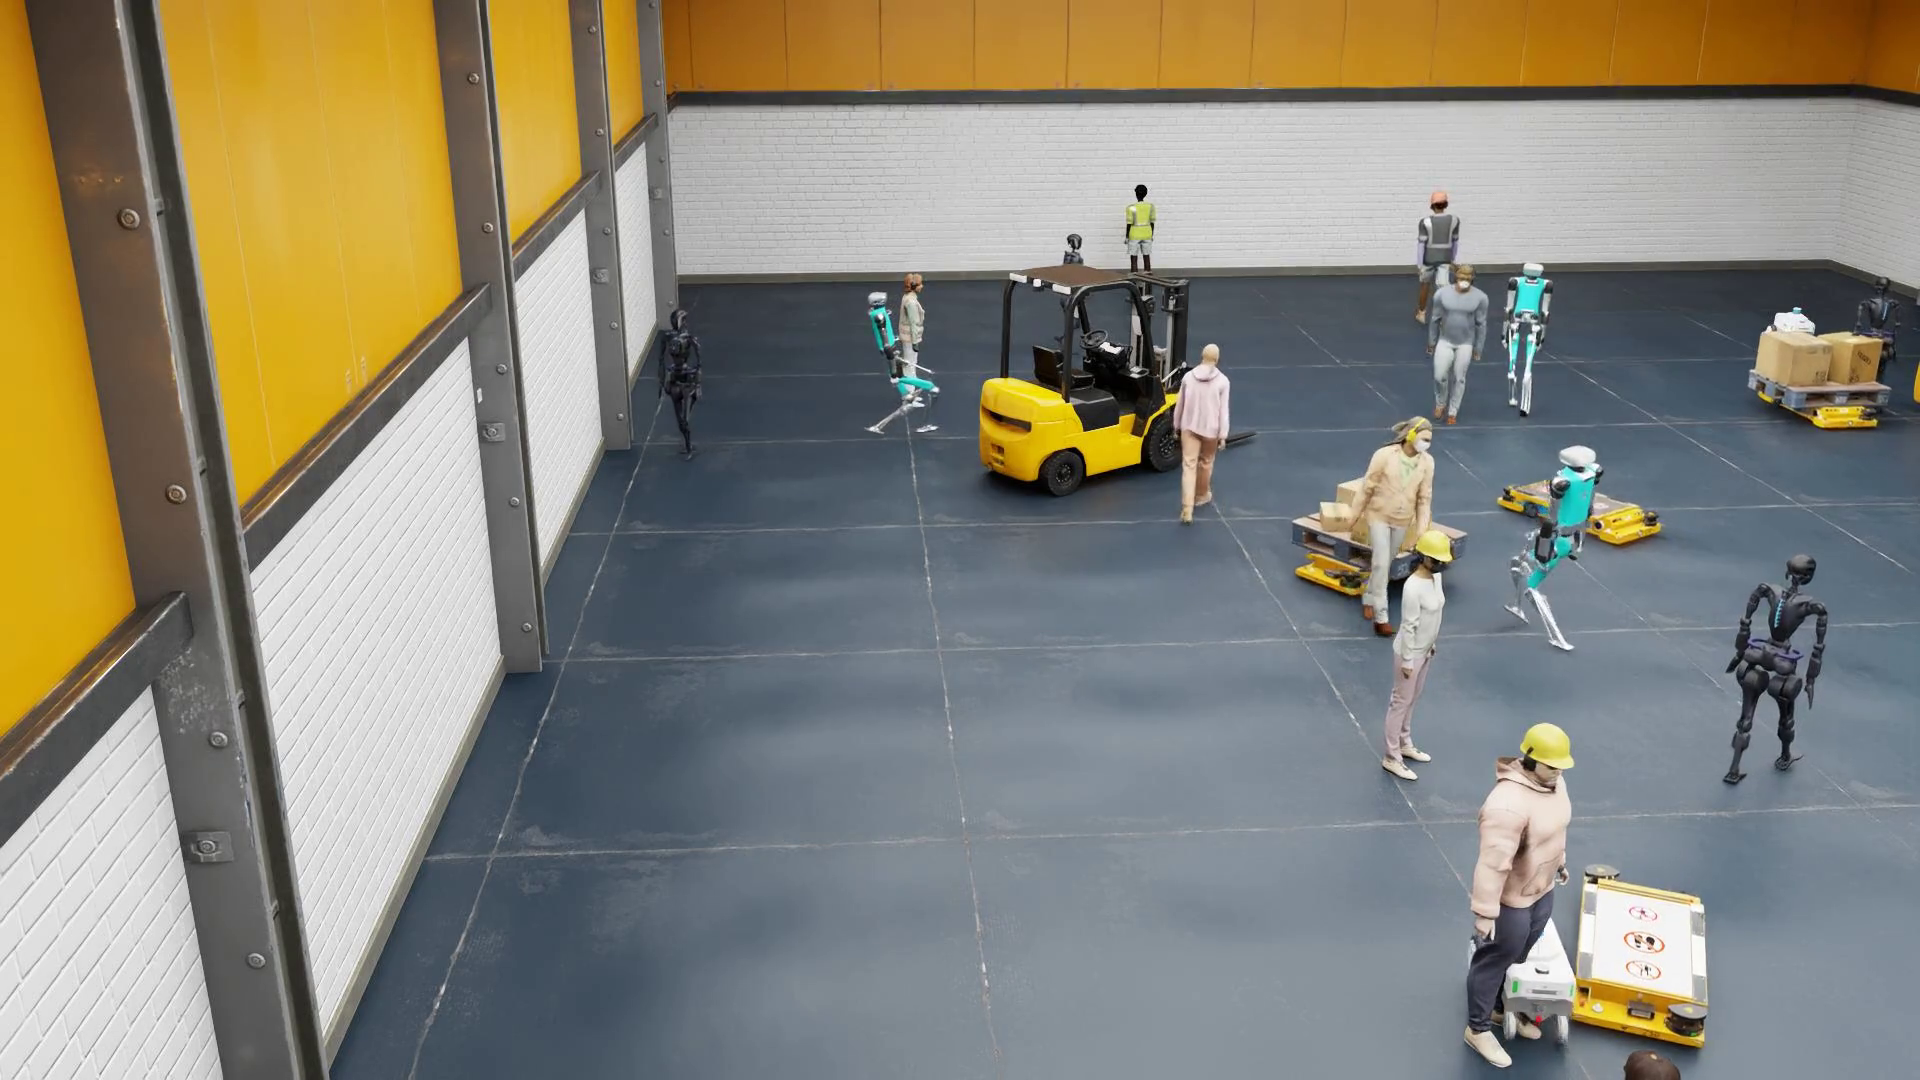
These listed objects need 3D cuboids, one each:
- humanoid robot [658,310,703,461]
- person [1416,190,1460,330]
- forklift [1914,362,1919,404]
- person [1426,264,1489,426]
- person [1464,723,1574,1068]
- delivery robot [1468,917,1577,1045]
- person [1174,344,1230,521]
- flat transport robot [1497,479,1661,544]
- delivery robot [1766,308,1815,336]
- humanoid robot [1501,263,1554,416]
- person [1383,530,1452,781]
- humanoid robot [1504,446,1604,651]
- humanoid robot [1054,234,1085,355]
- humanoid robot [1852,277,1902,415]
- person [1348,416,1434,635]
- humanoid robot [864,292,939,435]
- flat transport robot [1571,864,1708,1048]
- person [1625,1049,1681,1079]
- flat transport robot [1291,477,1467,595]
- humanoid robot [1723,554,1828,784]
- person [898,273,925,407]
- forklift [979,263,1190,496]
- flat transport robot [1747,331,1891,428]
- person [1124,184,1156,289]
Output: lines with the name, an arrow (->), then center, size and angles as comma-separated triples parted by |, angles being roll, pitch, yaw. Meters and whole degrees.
humanoid robot -> -3.074, -1.723, 18.285 | 0.589, 1.640, 0.492 | 8, 22, 22
person -> 6.953, -4.078, 24.233 | 0.609, 2.006, 0.979 | 2, 20, 4
forklift -> 12.602, -2.435, 19.475 | 2.313, 2.155, 1.214 | -1, 20, -4
person -> 5.793, -2.272, 19.422 | 0.661, 1.918, 0.477 | 7, 21, 19
person -> 2.848, 1.767, 8.497 | 0.819, 1.863, 0.417 | -18, 27, -41
delivery robot -> 3.061, 2.300, 8.969 | 0.499, 0.610, 0.813 | 2, 20, 6
person -> 2.380, -1.076, 16.466 | 0.563, 1.728, 0.946 | 5, 21, 14
flat transport robot -> 6.107, -0.297, 16.437 | 0.659, 0.231, 1.431 | -13, 24, -31
delivery robot -> 11.646, -2.945, 23.238 | 0.499, 0.596, 0.795 | 3, 20, 7
humanoid robot -> 6.801, -2.352, 20.015 | 0.547, 1.867, 0.830 | 5, 21, 13
person -> 3.144, 0.760, 11.386 | 0.326, 1.765, 0.525 | 13, 24, 31
humanoid robot -> 4.732, -0.023, 13.582 | 0.561, 1.748, 0.991 | -7, 21, -18
humanoid robot -> 1.484, -3.368, 22.755 | 0.437, 1.641, 0.591 | 7, 21, 19
humanoid robot -> 10.969, -2.334, 19.951 | 0.616, 1.630, 0.394 | 0, 20, -1
person -> 3.573, -0.131, 13.717 | 0.618, 1.825, 0.841 | -3, 20, -9
humanoid robot -> -0.585, -1.962, 18.890 | 1.050, 1.721, 0.535 | -3, 20, -8
flat transport robot -> 3.820, 2.307, 9.342 | 0.659, 0.231, 1.431 | 8, 22, 20
person -> 2.474, 2.673, 6.170 | 0.466, 1.768, 0.377 | -4, 20, -10
flat transport robot -> 3.782, 0.184, 15.125 | 1.431, 0.231, 0.659 | -15, 25, -35
humanoid robot -> 5.555, 0.843, 11.320 | 0.694, 1.635, 0.612 | -16, 26, -37
person -> -0.591, -2.440, 20.298 | 0.313, 1.631, 0.520 | -2, 20, -6
forklift -> 1.315, -1.764, 17.646 | 2.313, 2.155, 1.214 | -14, 24, -33
flat transport robot -> 10.336, -1.637, 20.086 | 0.659, 0.231, 1.431 | -2, 20, -5
person -> 2.901, -4.884, 26.859 | 0.536, 1.695, 0.320 | -7, 21, -17
